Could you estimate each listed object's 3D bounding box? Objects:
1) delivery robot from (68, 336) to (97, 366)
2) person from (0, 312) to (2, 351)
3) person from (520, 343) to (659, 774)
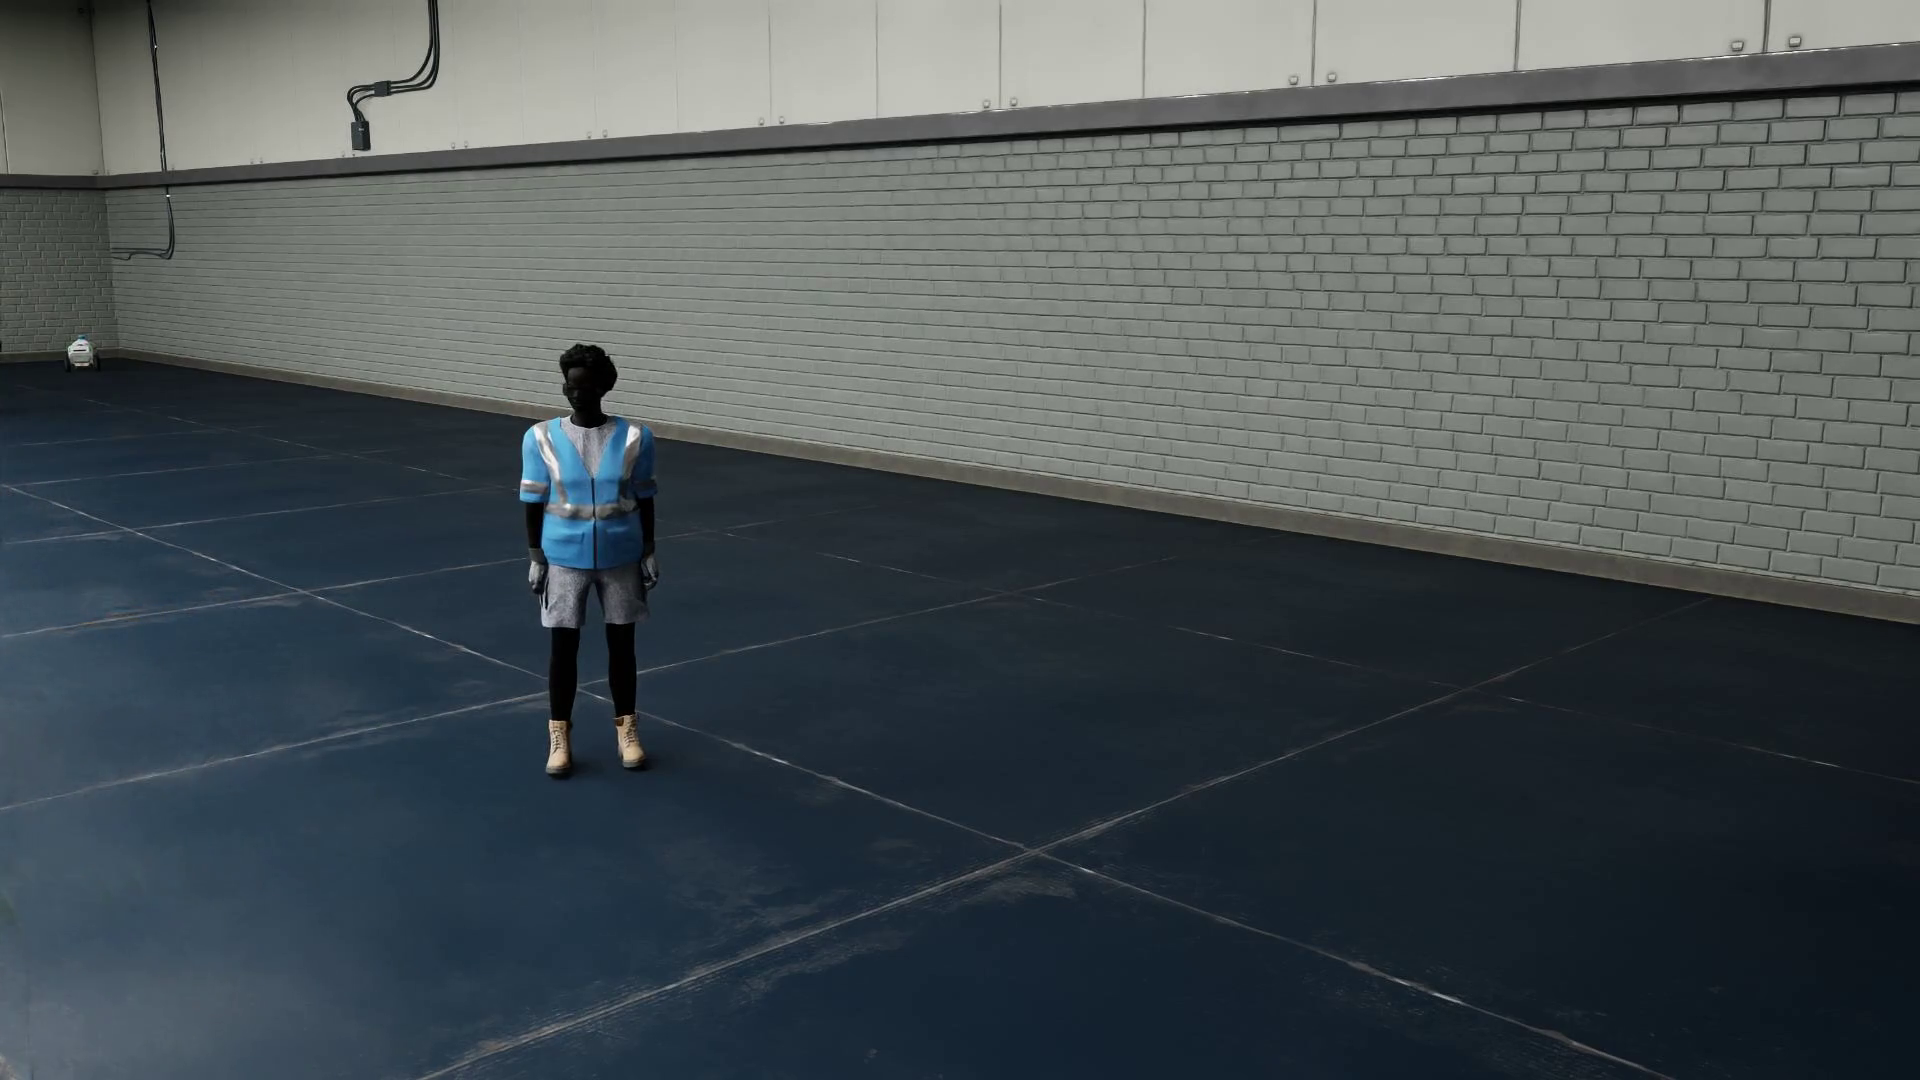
[{"bbox_3d":[-13.793,-2.969,26.134,0.477,0.478,0.707,-4,11,-21],"label":"delivery robot"},{"bbox_3d":[-11.653,-2.430,19.647,0.597,1.905,0.642,-4,11,-21],"label":"person"},{"bbox_3d":[-1.446,0.074,6.555,0.537,1.698,0.320,-3,11,-16],"label":"person"}]
